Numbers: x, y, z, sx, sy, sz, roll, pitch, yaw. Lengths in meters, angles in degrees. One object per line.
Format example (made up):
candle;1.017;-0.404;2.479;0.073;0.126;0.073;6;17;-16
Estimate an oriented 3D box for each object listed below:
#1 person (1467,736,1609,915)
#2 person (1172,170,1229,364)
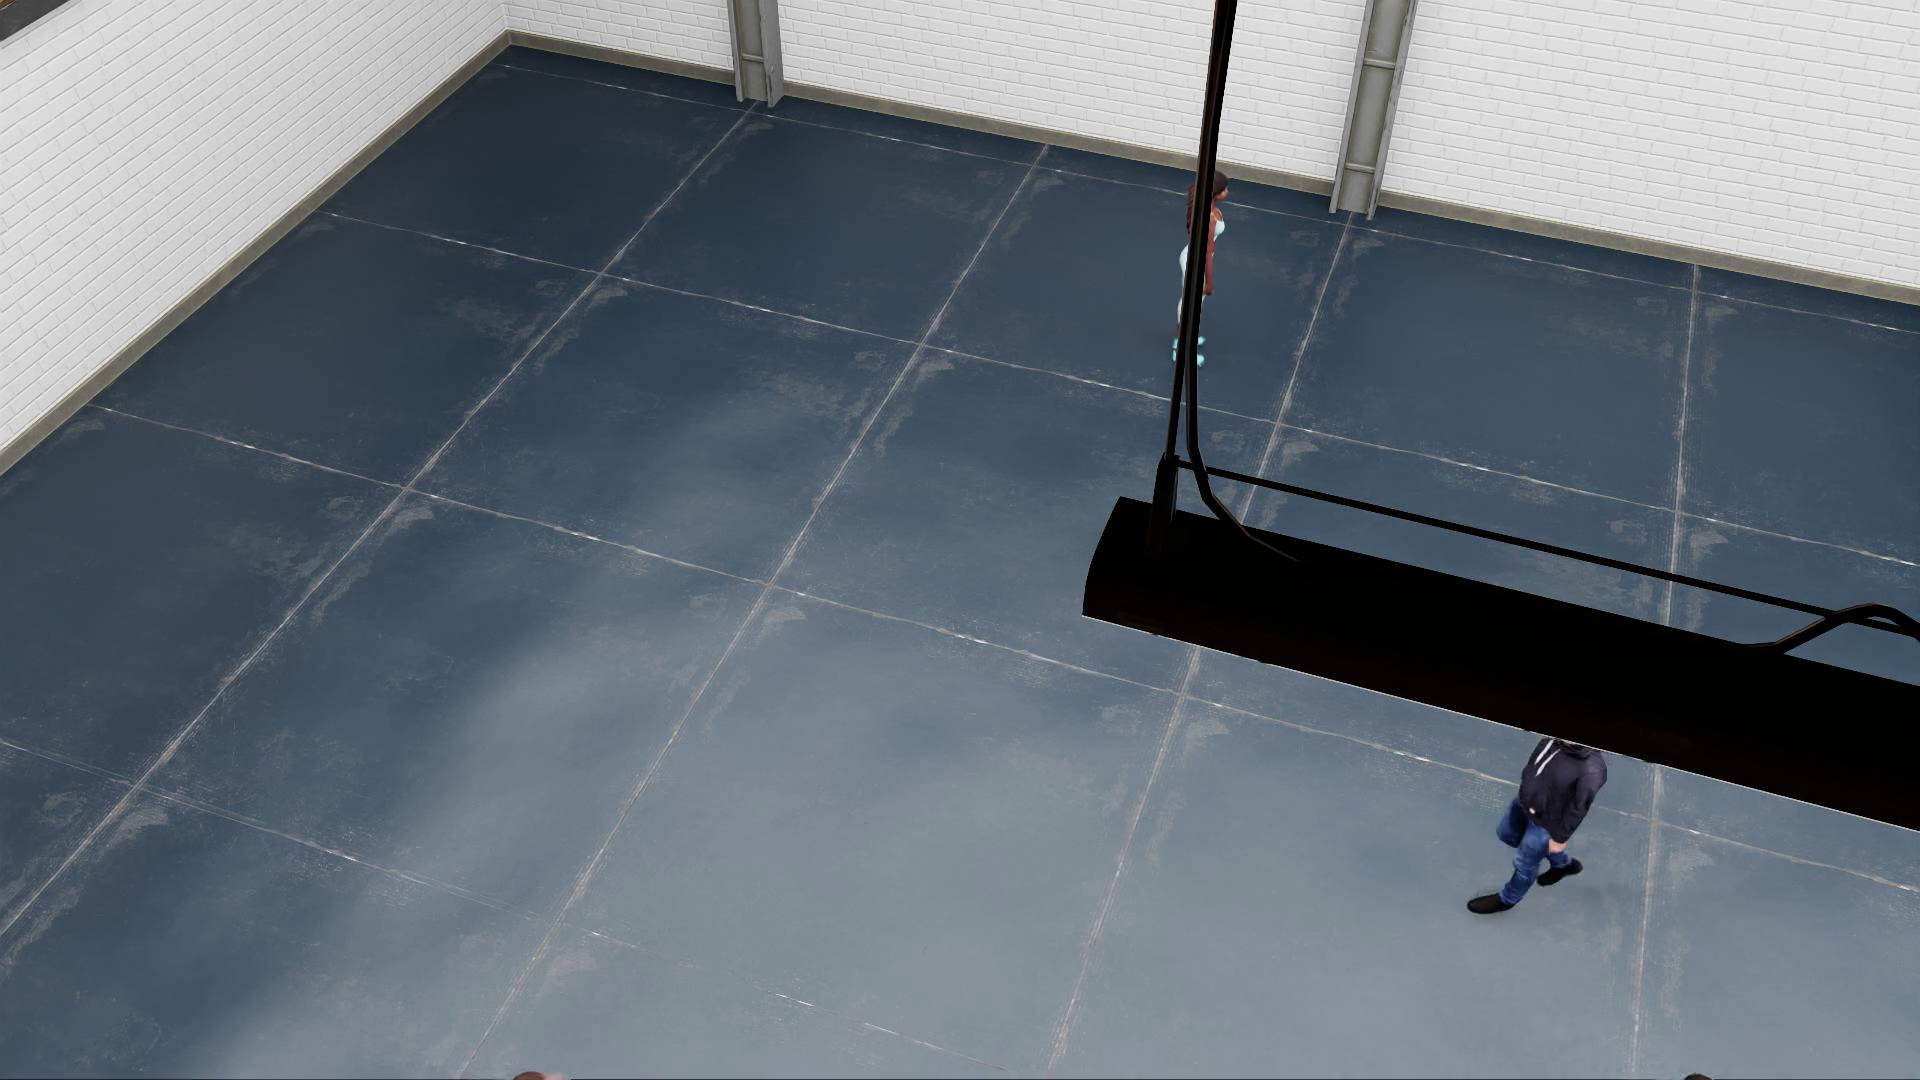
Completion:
person;3.331;1.472;9.194;1.029;1.880;0.912;-5;44;-5
person;1.865;-2.159;13.119;0.665;1.724;0.648;-5;44;-5
